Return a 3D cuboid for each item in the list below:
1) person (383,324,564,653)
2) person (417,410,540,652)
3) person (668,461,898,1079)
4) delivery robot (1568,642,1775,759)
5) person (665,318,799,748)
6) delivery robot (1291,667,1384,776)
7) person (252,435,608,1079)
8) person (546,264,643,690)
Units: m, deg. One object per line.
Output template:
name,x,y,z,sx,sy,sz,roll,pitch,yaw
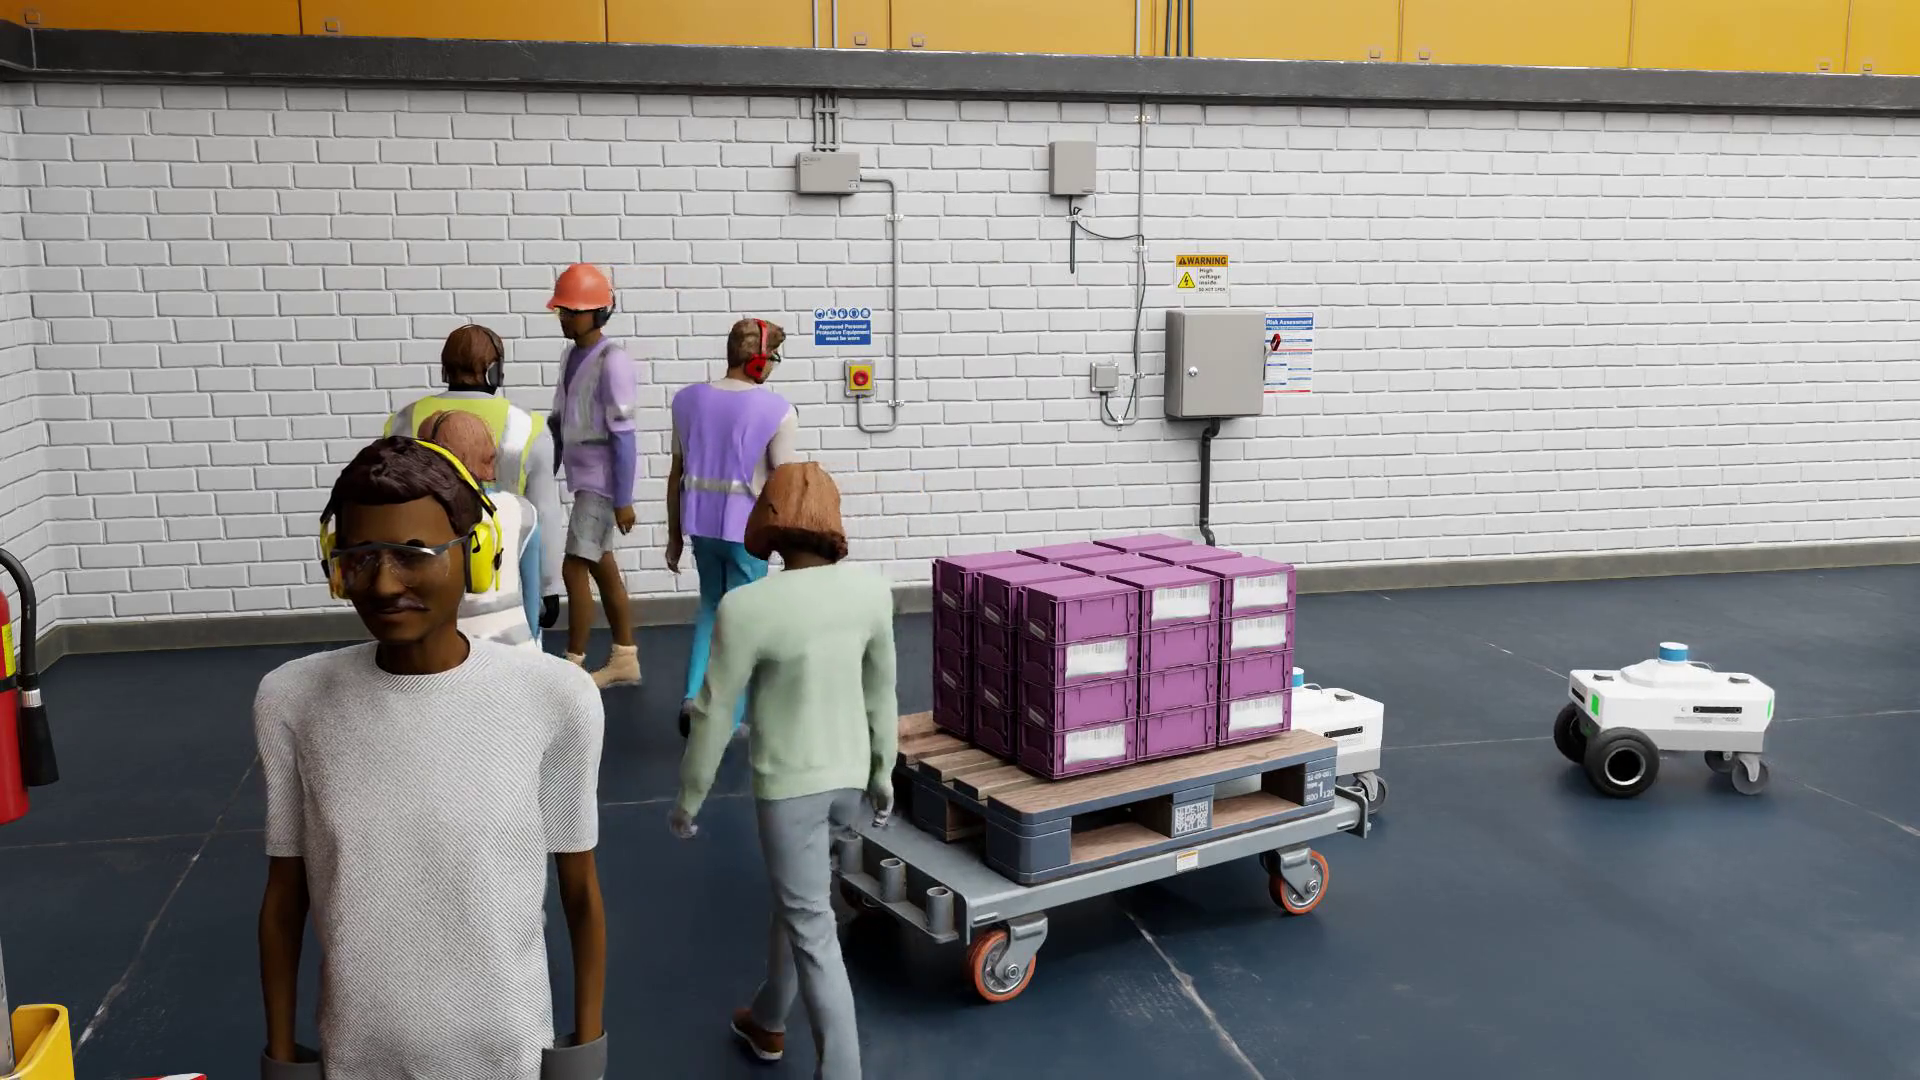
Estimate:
person,-1.722,0.148,5.988,0.620,1.836,0.429,0,10,1
person,-1.508,0.412,5.104,0.454,1.620,0.545,8,13,36
person,-0.449,0.602,4.107,0.746,1.591,0.533,10,14,43
delivery robot,2.779,0.645,6.513,0.707,0.478,0.477,1,10,4
person,-0.929,-0.004,6.868,0.601,1.816,0.434,4,11,20
delivery robot,1.212,0.712,6.143,0.707,0.478,0.477,-5,11,-27
person,-0.753,0.777,2.396,0.513,1.872,0.328,-1,10,-8
person,-1.765,-0.258,7.721,0.588,2.017,0.707,-6,12,-30
